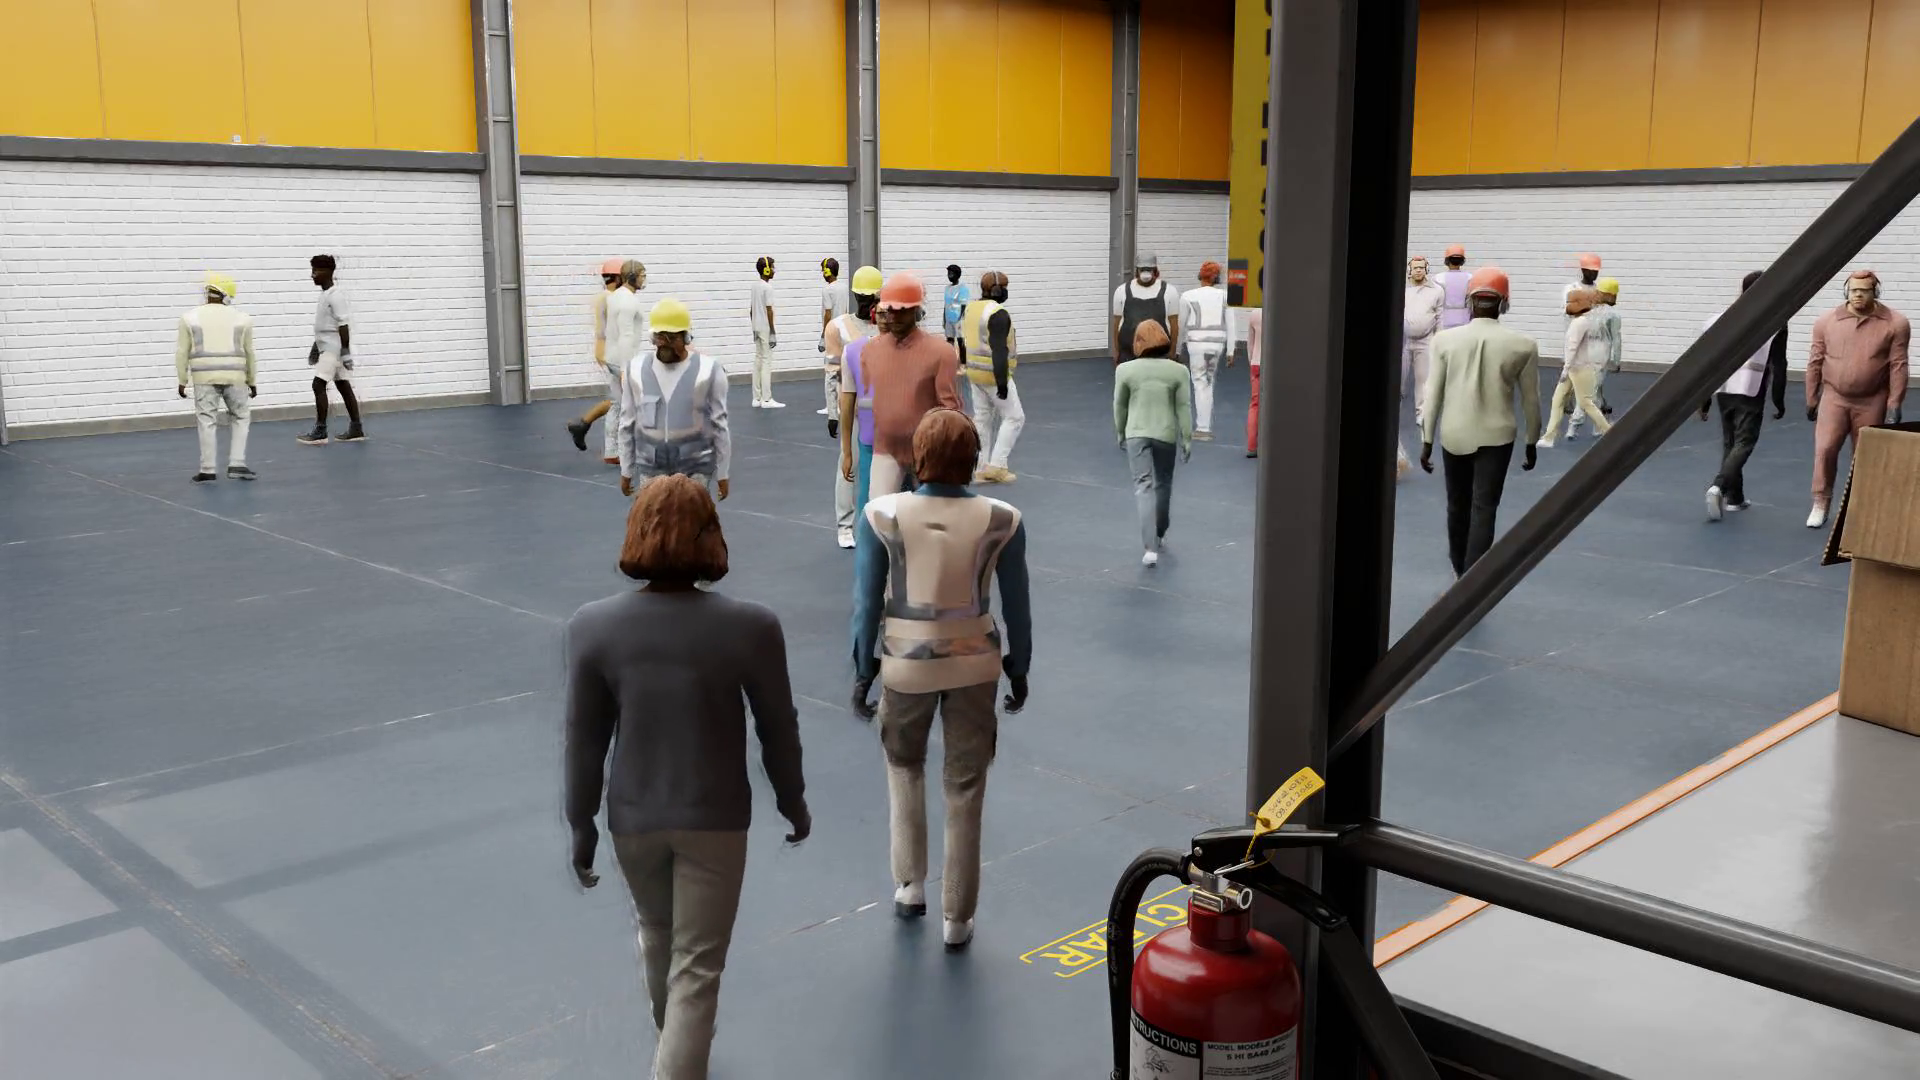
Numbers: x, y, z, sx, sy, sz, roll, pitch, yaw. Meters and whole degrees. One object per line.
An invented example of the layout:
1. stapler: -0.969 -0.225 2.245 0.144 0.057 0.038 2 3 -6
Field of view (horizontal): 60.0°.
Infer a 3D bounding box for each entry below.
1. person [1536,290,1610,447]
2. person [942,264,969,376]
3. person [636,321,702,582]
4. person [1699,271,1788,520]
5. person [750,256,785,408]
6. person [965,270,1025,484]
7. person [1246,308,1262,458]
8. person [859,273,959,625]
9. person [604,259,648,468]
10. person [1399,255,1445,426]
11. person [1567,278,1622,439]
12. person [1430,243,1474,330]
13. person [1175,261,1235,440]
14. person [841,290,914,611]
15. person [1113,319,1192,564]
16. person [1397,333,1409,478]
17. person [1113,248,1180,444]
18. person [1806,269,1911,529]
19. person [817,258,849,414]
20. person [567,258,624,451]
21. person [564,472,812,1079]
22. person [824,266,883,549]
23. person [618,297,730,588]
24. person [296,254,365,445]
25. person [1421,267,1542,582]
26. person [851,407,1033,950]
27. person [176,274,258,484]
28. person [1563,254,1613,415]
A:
1. person: 6.171 -1.689 16.567 0.821 1.598 0.511 3 11 14
2. person: -0.077 -3.342 25.322 0.327 1.694 0.545 -9 14 -39
3. person: -1.859 -0.617 10.364 0.731 1.723 0.598 6 12 28
4. person: 5.902 -1.102 12.624 0.938 1.879 0.581 -10 14 -43
5. person: -2.421 -2.569 20.647 0.329 1.861 0.513 -7 12 -32
6. person: 0.312 -1.379 14.232 0.521 1.829 0.652 -5 11 -24
7. person: 2.956 -1.638 15.832 0.330 1.765 0.533 -6 12 -29
8. person: -0.272 -0.516 9.272 0.627 1.938 1.038 3 11 18
9. person: -2.965 -1.607 15.250 0.728 1.909 0.660 -4 11 -22
10. person: 5.068 -2.210 18.558 0.638 1.910 0.407 1 10 6
11. person: 6.670 -1.899 17.467 0.904 1.688 0.498 -7 13 -34
12. person: 6.207 -2.717 20.974 0.611 2.044 0.377 1 10 5
13. person: 2.539 -1.984 17.449 0.557 1.864 0.599 -3 11 -16
14. person: -0.392 -0.510 9.464 0.568 1.840 0.374 -2 11 -9
15. person: 1.269 -0.662 11.003 0.505 1.575 0.914 0 10 2
16. person: 3.510 -1.337 14.105 0.913 1.815 0.614 -4 11 -22
17. person: 1.921 -2.033 17.229 0.691 2.000 0.766 2 11 9
18. person: 6.470 -1.002 12.036 0.662 1.883 0.669 6 12 29
19. person: -1.524 -2.435 19.911 0.329 1.865 0.516 5 12 27
20. person: -3.424 -1.752 16.041 0.673 1.915 0.566 -4 11 -20
21. person: -0.617 0.637 3.887 0.510 1.597 0.823 2 11 11
22. person: -0.634 -0.904 11.391 0.591 1.923 0.381 -5 12 -27
23. person: -1.550 -0.424 9.099 0.606 1.809 0.590 1 10 3
24. person: -6.550 -1.949 17.057 0.824 1.935 0.612 -5 11 -24
25. person: 3.046 -0.603 9.696 0.656 1.935 1.030 4 11 22
26. person: -0.050 0.405 5.072 0.550 1.618 0.539 0 10 0
27. person: -6.405 -1.383 14.372 0.648 1.799 0.407 -6 12 -28
28. person: 7.430 -2.410 19.656 0.562 1.903 0.893 -1 10 -7
